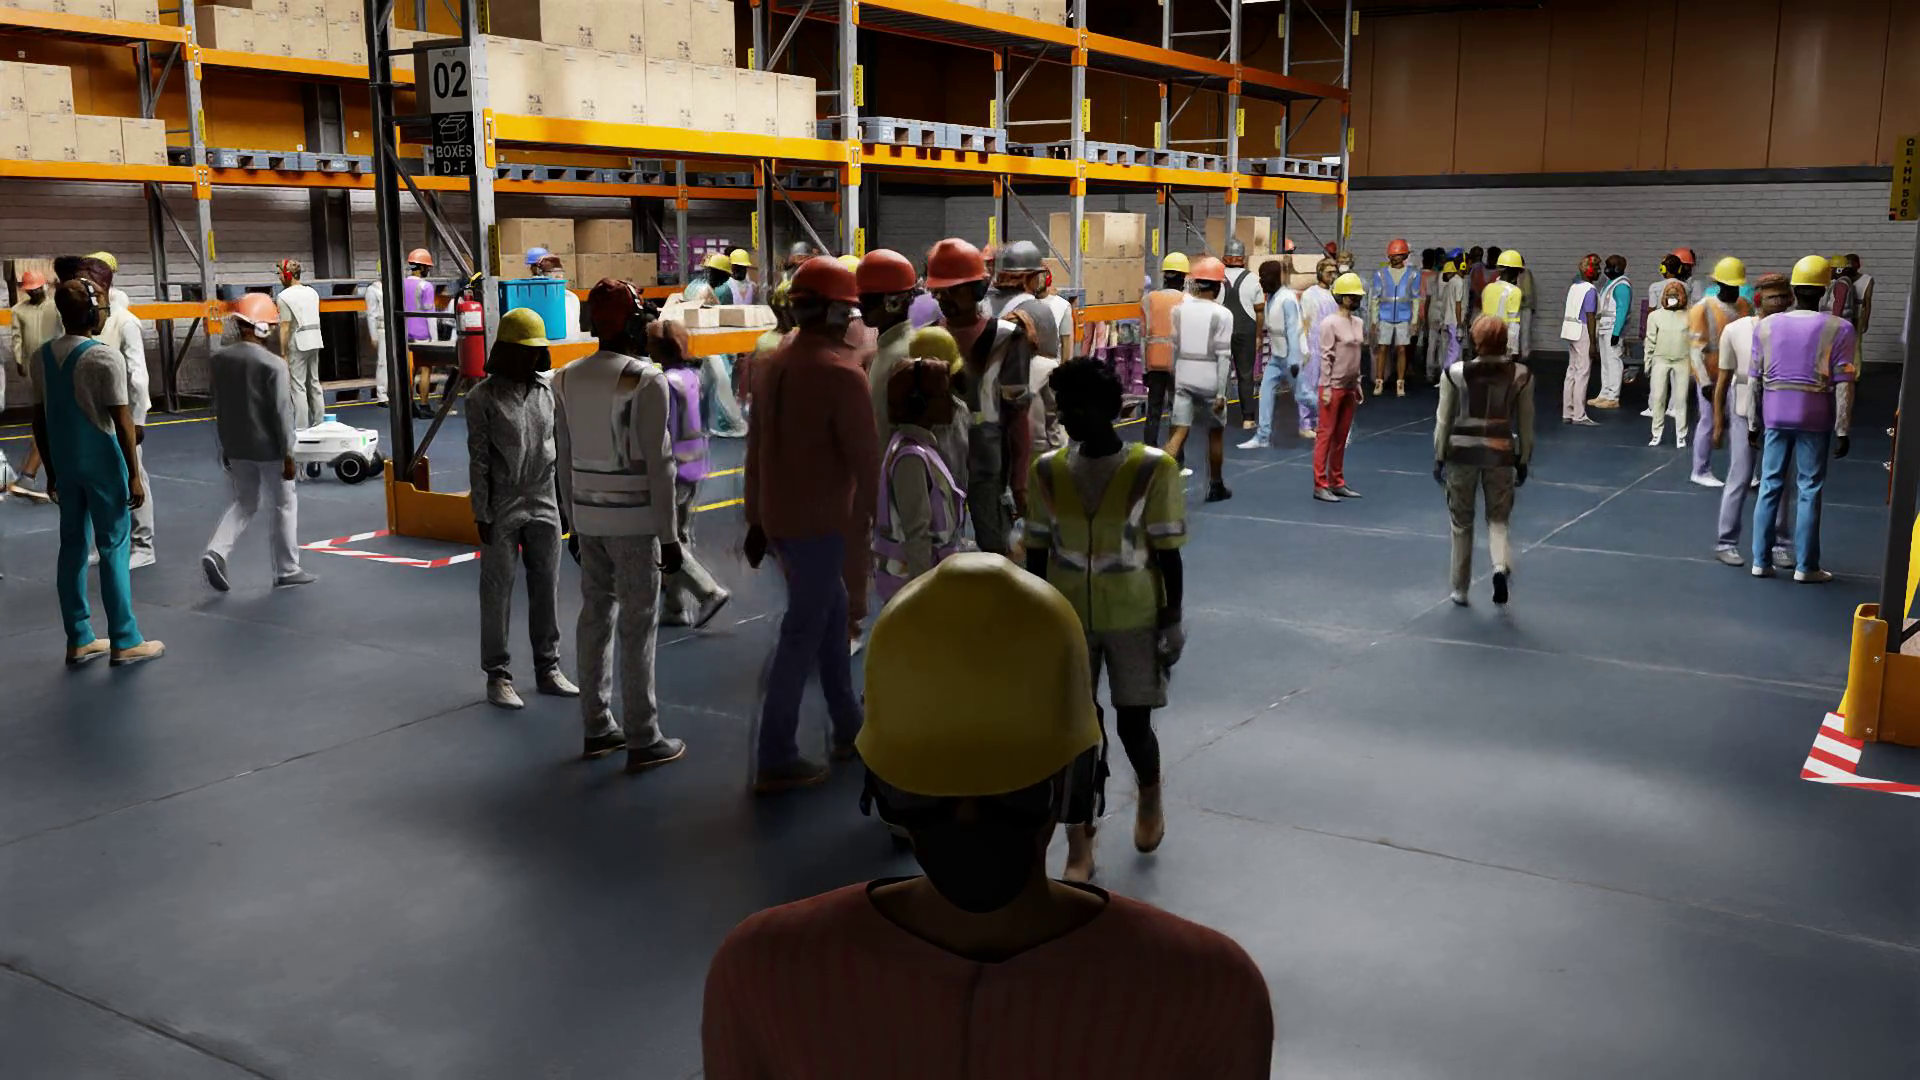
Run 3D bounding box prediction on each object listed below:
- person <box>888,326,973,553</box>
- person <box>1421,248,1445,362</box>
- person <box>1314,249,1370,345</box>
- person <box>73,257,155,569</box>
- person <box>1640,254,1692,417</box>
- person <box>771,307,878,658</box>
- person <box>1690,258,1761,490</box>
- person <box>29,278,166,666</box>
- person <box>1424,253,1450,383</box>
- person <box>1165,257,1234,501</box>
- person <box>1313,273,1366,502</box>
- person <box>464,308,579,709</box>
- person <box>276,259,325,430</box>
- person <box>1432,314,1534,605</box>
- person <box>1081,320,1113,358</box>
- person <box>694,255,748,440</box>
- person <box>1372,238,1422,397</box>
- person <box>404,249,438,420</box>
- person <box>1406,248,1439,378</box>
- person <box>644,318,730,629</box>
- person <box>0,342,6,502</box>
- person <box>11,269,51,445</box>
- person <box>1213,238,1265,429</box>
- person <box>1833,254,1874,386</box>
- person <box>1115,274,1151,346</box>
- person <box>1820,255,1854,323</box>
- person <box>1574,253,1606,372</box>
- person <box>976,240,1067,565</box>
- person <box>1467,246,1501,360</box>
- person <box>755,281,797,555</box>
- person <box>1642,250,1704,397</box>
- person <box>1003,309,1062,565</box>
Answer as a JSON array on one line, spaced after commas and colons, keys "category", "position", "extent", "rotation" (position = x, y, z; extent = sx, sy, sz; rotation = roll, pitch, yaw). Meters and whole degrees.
[{"category": "person", "position": [-0.098, 0.004, 6.537], "extent": [0.423, 1.698, 0.563], "rotation": [6, 12, 32]}, {"category": "person", "position": [7.930, -3.902, 27.671], "extent": [0.594, 1.893, 0.464], "rotation": [1, 10, 6]}, {"category": "person", "position": [4.330, -2.349, 19.012], "extent": [0.633, 1.916, 0.681], "rotation": [3, 11, 17]}, {"category": "person", "position": [-5.235, -0.777, 10.272], "extent": [0.590, 1.920, 0.399], "rotation": [6, 12, 28]}, {"category": "person", "position": [8.097, -2.333, 19.065], "extent": [0.509, 1.862, 0.328], "rotation": [0, 10, 0]}, {"category": "person", "position": [-0.637, -0.332, 7.879], "extent": [0.687, 1.885, 0.575], "rotation": [5, 11, 24]}, {"category": "person", "position": [6.194, -1.320, 13.393], "extent": [0.672, 1.874, 0.795], "rotation": [-2, 11, -13]}, {"category": "person", "position": [-4.137, -0.316, 7.925], "extent": [0.517, 1.843, 0.325], "rotation": [2, 10, 13]}, {"category": "person", "position": [6.816, -3.128, 23.521], "extent": [0.502, 1.840, 0.346], "rotation": [2, 10, 10]}, {"category": "person", "position": [1.794, -1.192, 12.637], "extent": [0.553, 1.909, 0.913], "rotation": [7, 12, 35]}, {"category": "person", "position": [2.980, -1.184, 12.953], "extent": [0.525, 1.769, 0.327], "rotation": [-10, 14, -43]}, {"category": "person", "position": [-1.891, -0.137, 7.242], "extent": [0.321, 1.737, 0.483], "rotation": [10, 14, 44]}, {"category": "person", "position": [-6.555, -1.866, 16.549], "extent": [0.394, 1.836, 0.560], "rotation": [3, 11, 15]}, {"category": "person", "position": [2.864, -0.418, 9.113], "extent": [0.519, 1.626, 0.432], "rotation": [2, 10, 9]}, {"category": "person", "position": [2.025, -3.369, 24.463], "extent": [0.409, 1.986, 0.621], "rotation": [-9, 13, -40]}, {"category": "person", "position": [-2.430, -1.945, 16.892], "extent": [0.934, 1.867, 0.588], "rotation": [0, 10, 2]}, {"category": "person", "position": [5.629, -2.864, 21.505], "extent": [0.609, 2.040, 0.394], "rotation": [3, 11, 17]}, {"category": "person", "position": [-6.107, -2.324, 18.839], "extent": [0.550, 1.924, 0.390], "rotation": [6, 12, 29]}, {"category": "person", "position": [6.796, -3.337, 24.475], "extent": [0.605, 1.927, 0.974], "rotation": [5, 12, 28]}, {"category": "person", "position": [-1.455, -0.327, 8.591], "extent": [0.424, 1.628, 0.528], "rotation": [1, 10, 6]}, {"category": "person", "position": [-7.617, -1.091, 12.786], "extent": [0.514, 1.641, 0.315], "rotation": [-3, 11, -19]}, {"category": "person", "position": [-9.069, -1.803, 16.469], "extent": [0.569, 1.737, 0.352], "rotation": [-3, 11, -14]}, {"category": "person", "position": [2.927, -2.216, 17.910], "extent": [0.680, 2.000, 0.536], "rotation": [2, 10, 12]}, {"category": "person", "position": [12.361, -3.046, 23.100], "extent": [0.409, 1.829, 0.586], "rotation": [-6, 12, -31]}, {"category": "person", "position": [2.346, -3.021, 22.724], "extent": [0.542, 1.923, 0.480], "rotation": [5, 11, 26]}, {"category": "person", "position": [11.959, -2.974, 22.714], "extent": [0.403, 1.824, 0.593], "rotation": [6, 12, 29]}, {"category": "person", "position": [9.544, -3.436, 25.273], "extent": [0.514, 1.822, 0.395], "rotation": [8, 13, 39]}, {"category": "person", "position": [0.380, -0.824, 10.199], "extent": [0.535, 2.000, 0.713], "rotation": [-9, 14, -41]}, {"category": "person", "position": [8.196, -3.622, 26.005], "extent": [0.698, 1.928, 0.487], "rotation": [6, 12, 31]}, {"category": "person", "position": [-1.106, -0.779, 10.730], "extent": [0.340, 1.761, 0.525], "rotation": [7, 12, 34]}, {"category": "person", "position": [9.379, -2.798, 21.486], "extent": [1.005, 1.925, 0.615], "rotation": [-1, 10, -3]}, {"category": "person", "position": [0.328, -0.496, 9.507], "extent": [0.508, 1.632, 0.265], "rotation": [1, 10, 3]}]
